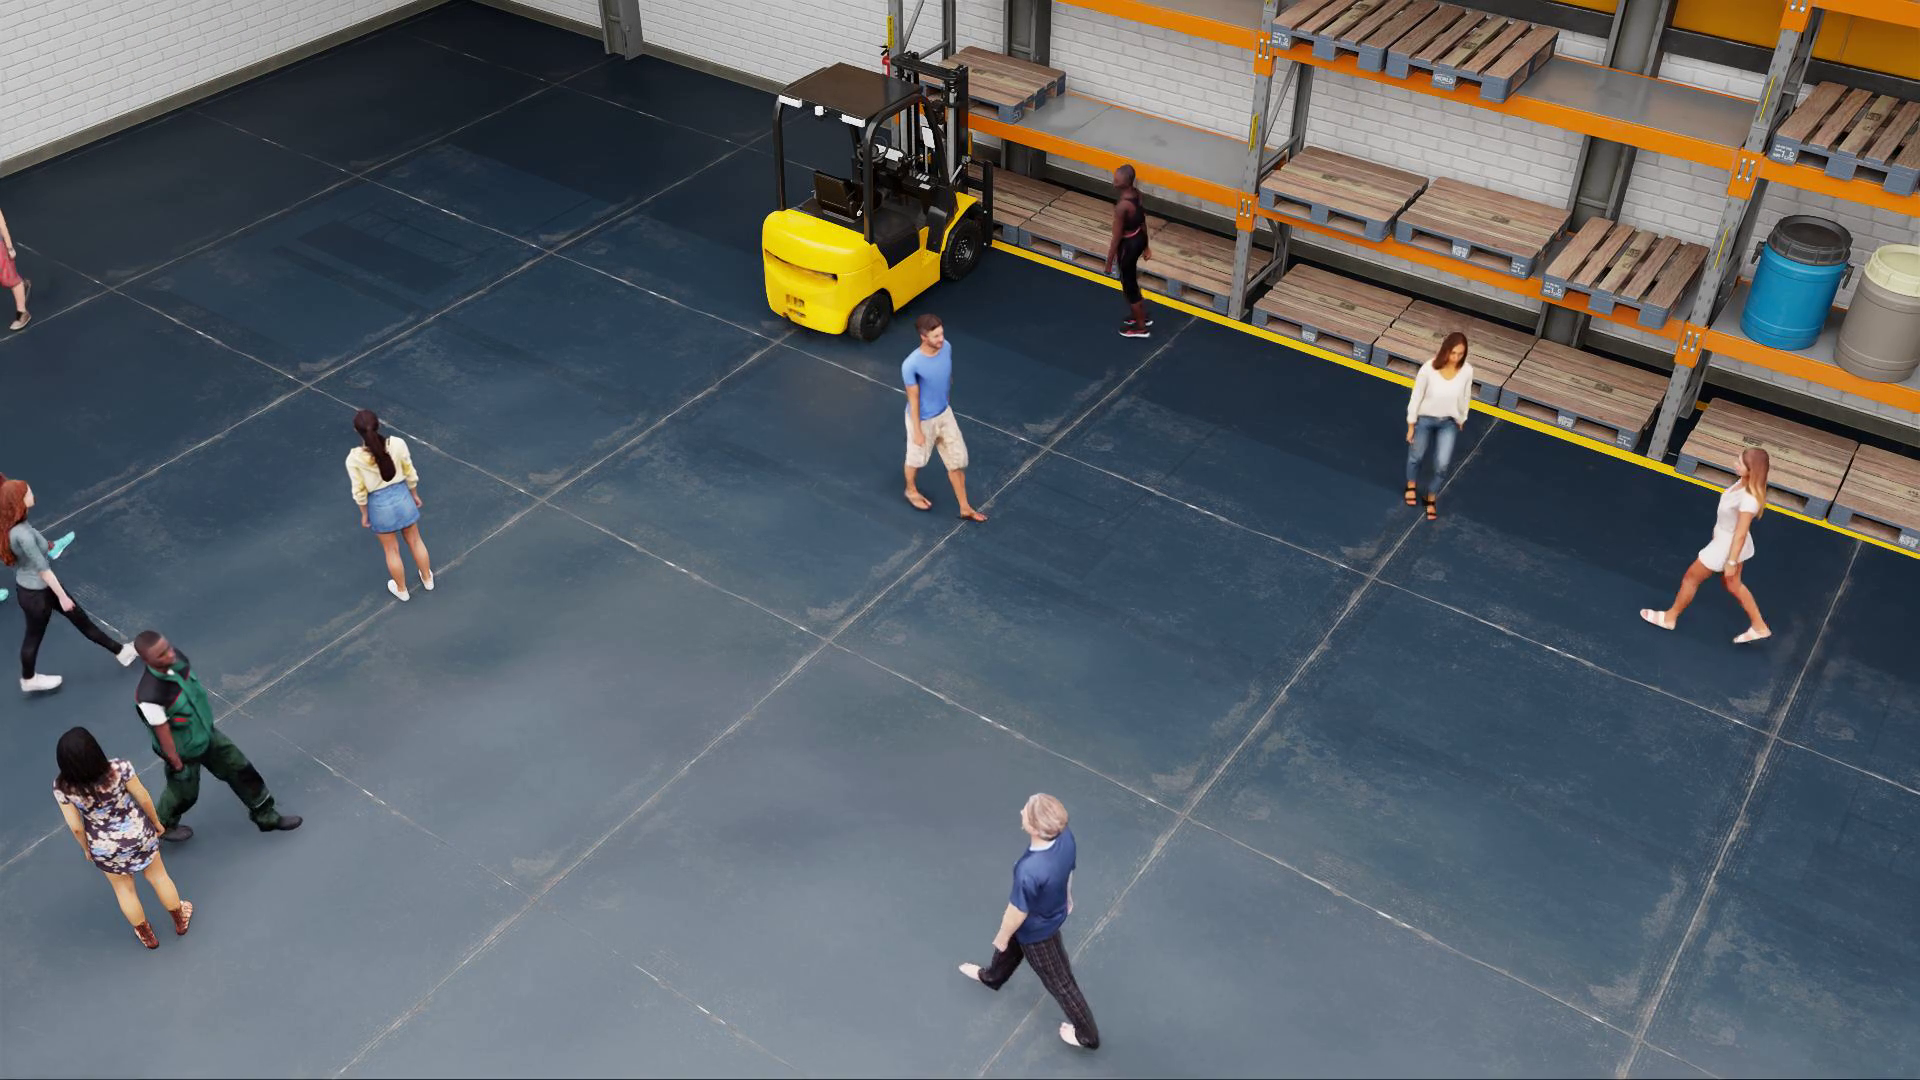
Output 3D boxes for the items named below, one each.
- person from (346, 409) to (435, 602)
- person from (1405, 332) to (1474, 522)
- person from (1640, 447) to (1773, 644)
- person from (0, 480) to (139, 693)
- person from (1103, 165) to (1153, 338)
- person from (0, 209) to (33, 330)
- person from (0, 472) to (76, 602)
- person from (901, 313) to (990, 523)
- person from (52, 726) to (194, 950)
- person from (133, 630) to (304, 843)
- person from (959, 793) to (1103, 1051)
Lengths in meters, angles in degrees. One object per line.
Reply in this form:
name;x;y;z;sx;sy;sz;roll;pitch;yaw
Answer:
person;-4.216;-0.262;12.286;0.704;1.631;0.647;-26;45;-28
person;3.742;-0.991;13.172;0.768;1.664;0.850;6;39;7
person;5.557;0.078;11.832;1.142;1.664;0.688;18;42;21
person;-6.393;0.397;11.417;0.939;1.684;1.134;-24;44;-27
person;1.610;-2.613;15.146;0.681;1.734;0.670;26;46;29
person;-8.941;-2.795;15.449;0.819;1.641;0.838;6;39;7
person;-7.250;-0.233;12.222;1.063;1.665;0.645;23;44;26
person;-0.305;-1.010;13.057;0.821;1.837;1.132;-29;47;-31
person;-4.896;1.739;9.698;0.660;1.734;0.650;-21;43;-24
person;-4.843;1.267;10.242;1.293;1.792;1.153;-3;39;-4
person;0.515;2.133;9.137;1.222;1.817;0.767;19;42;22
